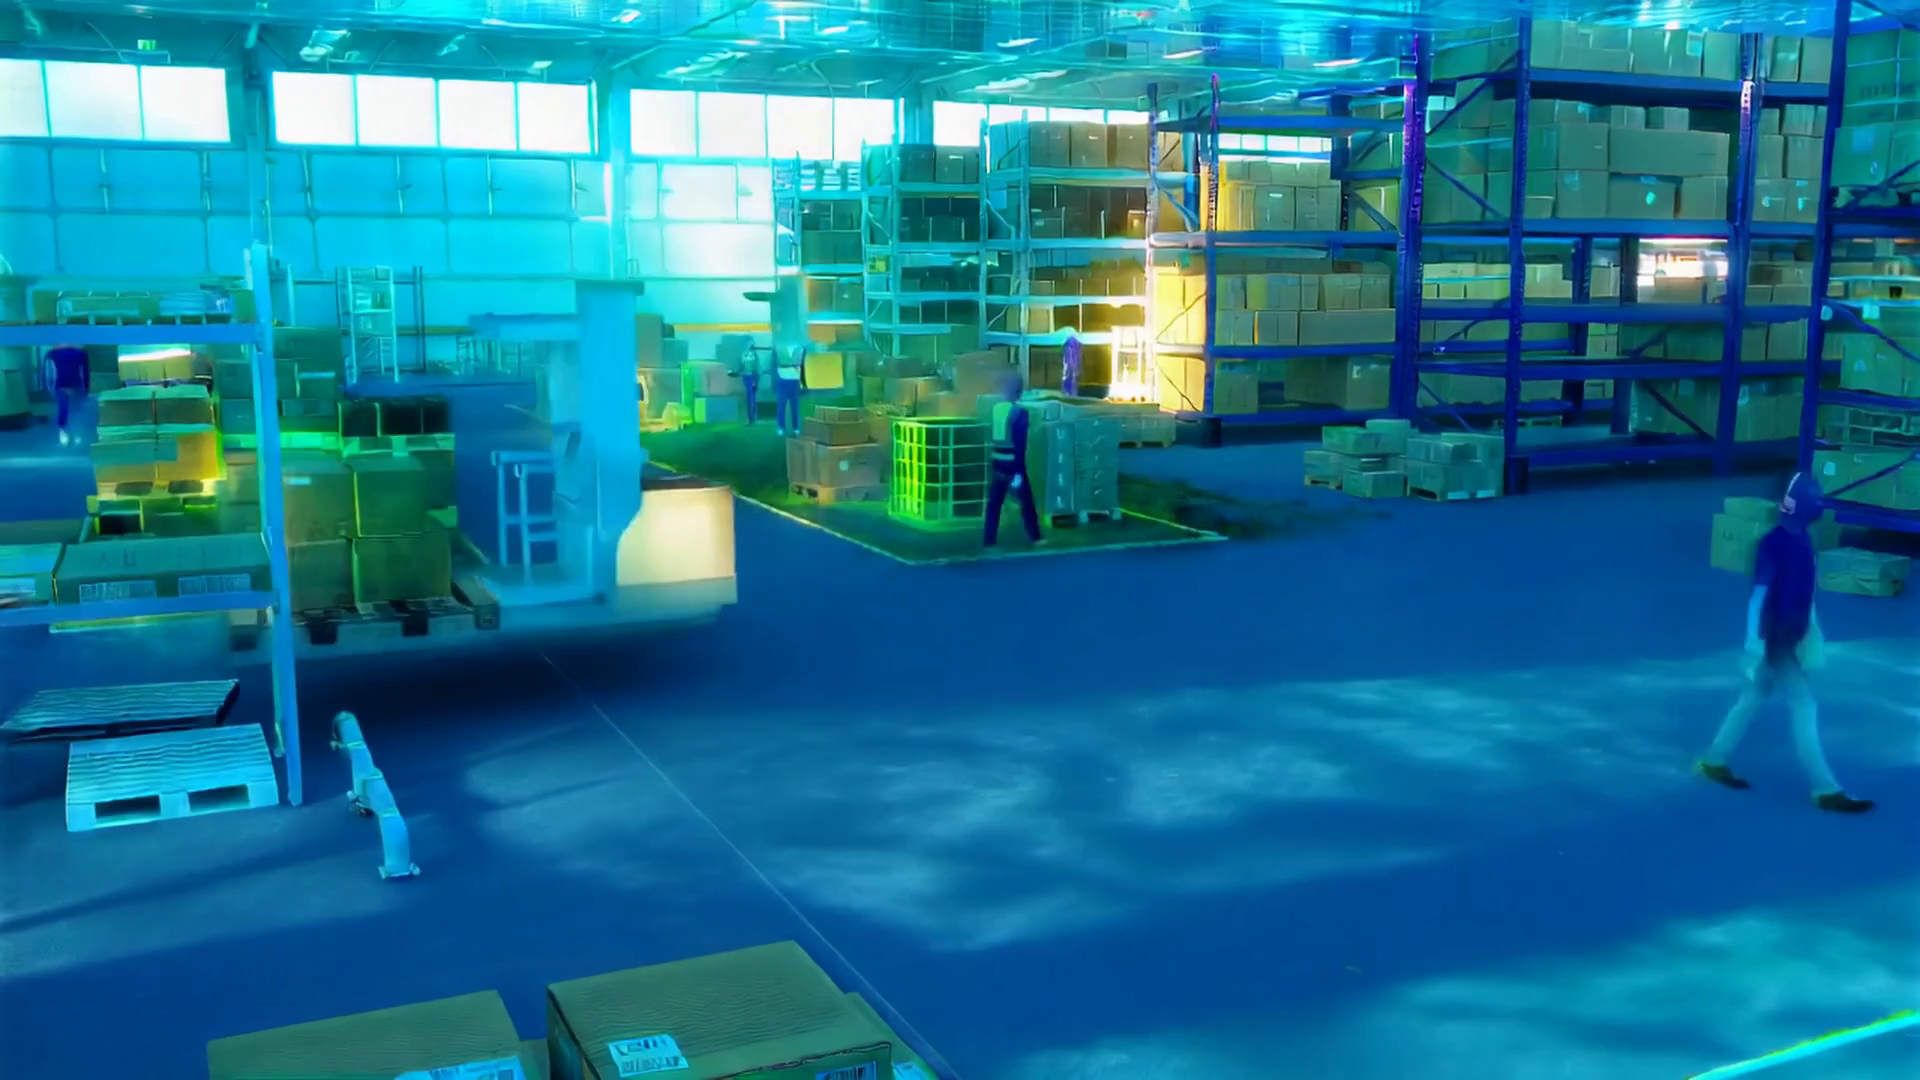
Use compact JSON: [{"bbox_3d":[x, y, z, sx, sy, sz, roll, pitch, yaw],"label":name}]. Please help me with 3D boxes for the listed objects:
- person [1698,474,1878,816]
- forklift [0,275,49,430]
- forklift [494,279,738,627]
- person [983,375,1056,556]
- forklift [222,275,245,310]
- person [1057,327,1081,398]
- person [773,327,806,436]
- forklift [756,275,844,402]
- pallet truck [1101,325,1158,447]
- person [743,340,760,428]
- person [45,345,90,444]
[{"bbox_3d":[4.512,0.540,9.027,0.545,1.818,0.968,-8,12,-42],"label":"person"},{"bbox_3d":[-17.776,-3.459,30.545,1.129,2.768,1.873,-2,9,-10],"label":"forklift"},{"bbox_3d":[-2.937,-0.798,14.037,1.873,2.768,1.129,-4,10,-25],"label":"forklift"},{"bbox_3d":[0.601,-0.763,17.037,0.914,1.845,0.584,-7,11,-36],"label":"person"},{"bbox_3d":[-16.227,-4.658,37.989,1.129,2.768,1.873,0,9,0],"label":"forklift"},{"bbox_3d":[2.098,-3.198,32.141,0.429,1.841,0.634,4,10,24],"label":"person"},{"bbox_3d":[-3.015,-2.795,29.402,0.587,1.920,0.391,-2,9,-13],"label":"person"},{"bbox_3d":[-3.654,-4.524,37.157,1.873,2.768,1.129,3,10,20],"label":"forklift"},{"bbox_3d":[2.881,-2.596,27.923,0.823,1.965,1.885,-1,9,-7],"label":"pallet truck"},{"bbox_3d":[-3.893,-2.913,31.034,0.310,1.635,0.522,-2,9,-12],"label":"person"},{"bbox_3d":[-14.928,-2.545,27.850,0.633,1.922,0.640,-3,10,-16],"label":"person"}]
